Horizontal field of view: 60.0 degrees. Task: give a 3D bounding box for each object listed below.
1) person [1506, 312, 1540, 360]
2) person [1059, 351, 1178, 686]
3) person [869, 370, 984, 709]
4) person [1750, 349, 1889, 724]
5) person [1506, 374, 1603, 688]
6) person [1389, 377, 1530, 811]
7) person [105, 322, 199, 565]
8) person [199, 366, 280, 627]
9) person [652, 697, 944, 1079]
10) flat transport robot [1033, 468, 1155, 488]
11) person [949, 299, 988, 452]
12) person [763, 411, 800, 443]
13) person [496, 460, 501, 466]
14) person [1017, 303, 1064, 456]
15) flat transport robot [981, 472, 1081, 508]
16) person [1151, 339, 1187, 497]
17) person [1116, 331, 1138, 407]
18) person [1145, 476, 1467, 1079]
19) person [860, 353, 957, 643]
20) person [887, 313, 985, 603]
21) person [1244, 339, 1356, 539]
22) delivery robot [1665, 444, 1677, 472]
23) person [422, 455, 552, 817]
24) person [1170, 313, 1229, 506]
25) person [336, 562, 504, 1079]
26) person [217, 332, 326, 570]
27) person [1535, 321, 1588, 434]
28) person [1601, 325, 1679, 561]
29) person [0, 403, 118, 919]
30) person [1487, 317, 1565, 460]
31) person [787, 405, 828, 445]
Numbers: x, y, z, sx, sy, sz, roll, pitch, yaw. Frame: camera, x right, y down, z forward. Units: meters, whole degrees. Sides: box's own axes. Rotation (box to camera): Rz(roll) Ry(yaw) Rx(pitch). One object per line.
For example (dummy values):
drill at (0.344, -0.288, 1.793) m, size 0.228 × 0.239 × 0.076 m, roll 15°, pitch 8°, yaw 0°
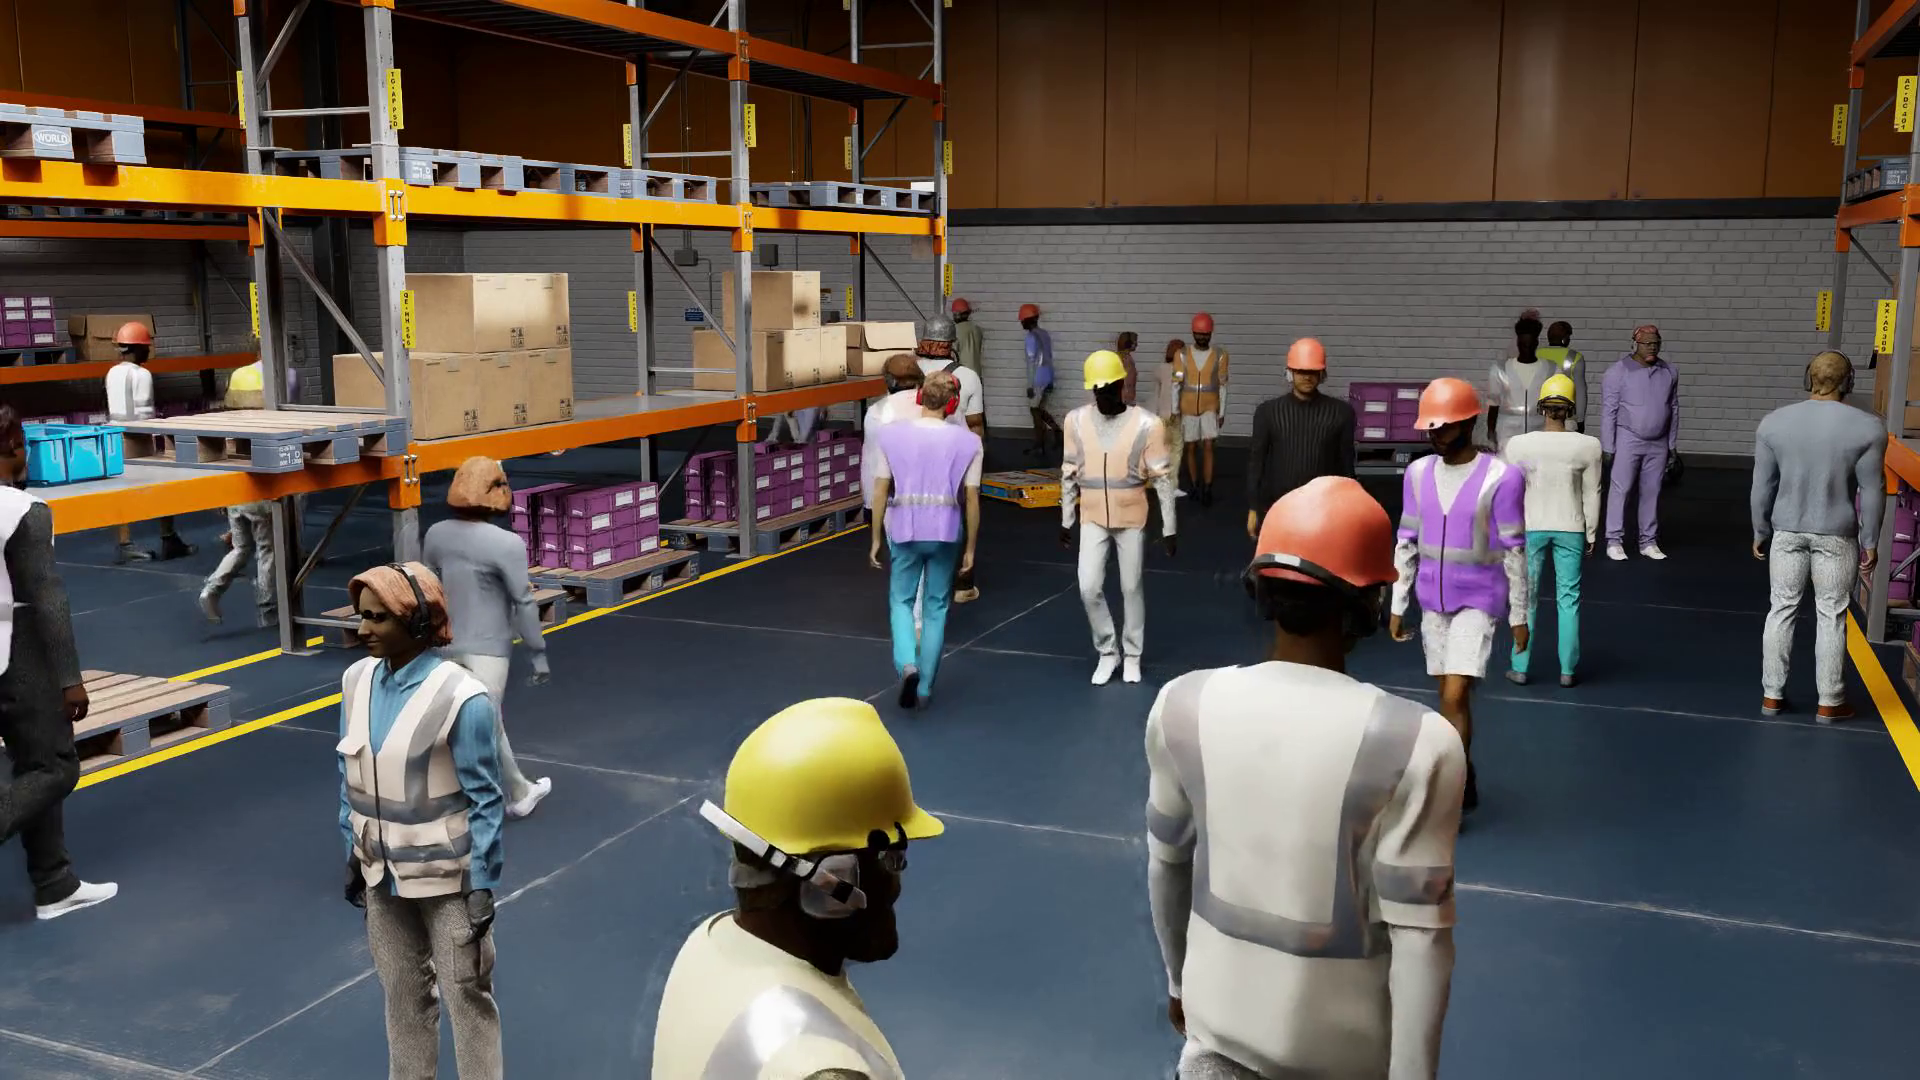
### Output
person at (6.244, -1.589, 18.437) m, size 0.434 × 1.869 × 0.796 m, roll 4°, pitch 10°, yaw 25°
person at (0.885, -0.111, 9.338) m, size 0.728 × 1.893 × 0.594 m, roll 3°, pitch 10°, yaw 18°
person at (-0.180, 0.021, 8.769) m, size 0.613 × 1.820 × 0.503 m, roll 0°, pitch 9°, yaw -2°
person at (4.455, -0.019, 8.666) m, size 0.635 × 1.936 × 0.354 m, roll 8°, pitch 12°, yaw 40°
person at (3.313, -0.045, 9.346) m, size 0.525 × 1.769 × 0.315 m, roll 2°, pitch 10°, yaw 14°
person at (2.022, 0.282, 6.948) m, size 0.796 × 1.900 × 0.575 m, roll -8°, pitch 13°, yaw -41°
person at (-6.485, -0.777, 13.326) m, size 0.580 × 1.912 × 0.748 m, roll 6°, pitch 11°, yaw 31°
person at (-4.625, -0.255, 10.746) m, size 0.488 × 1.728 × 0.582 m, roll 4°, pitch 10°, yaw 21°
person at (-0.182, 1.103, 2.207) m, size 0.450 × 1.818 × 0.626 m, roll -3°, pitch 10°, yaw -19°
flat transport robot at (1.353, -0.646, 17.509) m, size 1.431 × 0.197 × 0.652 m, roll -5°, pitch 11°, yaw -30°
person at (0.016, -2.114, 21.346) m, size 0.612 × 1.937 × 1.001 m, roll -7°, pitch 12°, yaw -37°
person at (-2.323, -2.029, 21.881) m, size 0.851 × 1.596 × 0.530 m, roll 7°, pitch 12°, yaw 38°
person at (-4.713, -1.345, 16.752) m, size 0.481 × 1.927 × 0.640 m, roll -3°, pitch 10°, yaw -16°
person at (0.978, -1.983, 20.677) m, size 0.572 × 1.909 × 0.548 m, roll 4°, pitch 10°, yaw 23°
flat transport robot at (0.606, -0.521, 16.749) m, size 0.652 × 0.197 × 1.431 m, roll -6°, pitch 11°, yaw -30°
person at (2.220, -1.246, 17.045) m, size 0.540 × 1.625 × 0.354 m, roll 9°, pitch 13°, yaw 44°
person at (1.883, -1.557, 18.912) m, size 0.379 × 1.623 × 0.543 m, roll -1°, pitch 9°, yaw -9°
person at (0.642, 0.869, 3.138) m, size 0.632 × 1.985 × 1.034 m, roll 6°, pitch 11°, yaw 34°
person at (-0.333, -0.258, 10.472) m, size 0.640 × 1.818 × 0.471 m, roll -5°, pitch 11°, yaw -29°
person at (-0.143, -0.578, 11.747) m, size 0.685 × 2.000 × 0.538 m, roll 2°, pitch 10°, yaw 12°
person at (2.013, -0.217, 9.864) m, size 0.641 × 1.939 × 1.053 m, roll 2°, pitch 10°, yaw 13°
delivery robot at (7.661, -1.000, 18.511) m, size 0.477 × 0.478 × 0.707 m, roll -1°, pitch 9°, yaw -5°
person at (-1.891, 0.449, 6.825) m, size 0.529 × 1.596 × 0.807 m, roll 5°, pitch 11°, yaw 29°
person at (2.366, -1.286, 16.486) m, size 0.556 × 1.888 × 0.978 m, roll 2°, pitch 10°, yaw 12°
person at (-1.373, 0.860, 4.242) m, size 0.521 × 1.639 × 0.311 m, roll 5°, pitch 11°, yaw 29°
person at (-5.292, -0.679, 12.739) m, size 0.633 × 1.919 × 0.738 m, roll 7°, pitch 11°, yaw 35°
person at (5.715, -1.174, 15.963) m, size 0.626 × 1.844 × 0.429 m, roll 9°, pitch 13°, yaw 44°
person at (5.475, -0.774, 13.377) m, size 0.632 × 1.899 × 0.404 m, roll -1°, pitch 9°, yaw -8°
person at (-3.413, 0.465, 5.873) m, size 0.631 × 1.890 × 0.647 m, roll 6°, pitch 11°, yaw 32°
person at (4.628, -0.835, 13.589) m, size 0.632 × 1.937 × 0.768 m, roll 3°, pitch 10°, yaw 15°
person at (-1.627, -1.413, 17.687) m, size 0.454 × 1.732 × 0.565 m, roll -9°, pitch 13°, yaw -44°
